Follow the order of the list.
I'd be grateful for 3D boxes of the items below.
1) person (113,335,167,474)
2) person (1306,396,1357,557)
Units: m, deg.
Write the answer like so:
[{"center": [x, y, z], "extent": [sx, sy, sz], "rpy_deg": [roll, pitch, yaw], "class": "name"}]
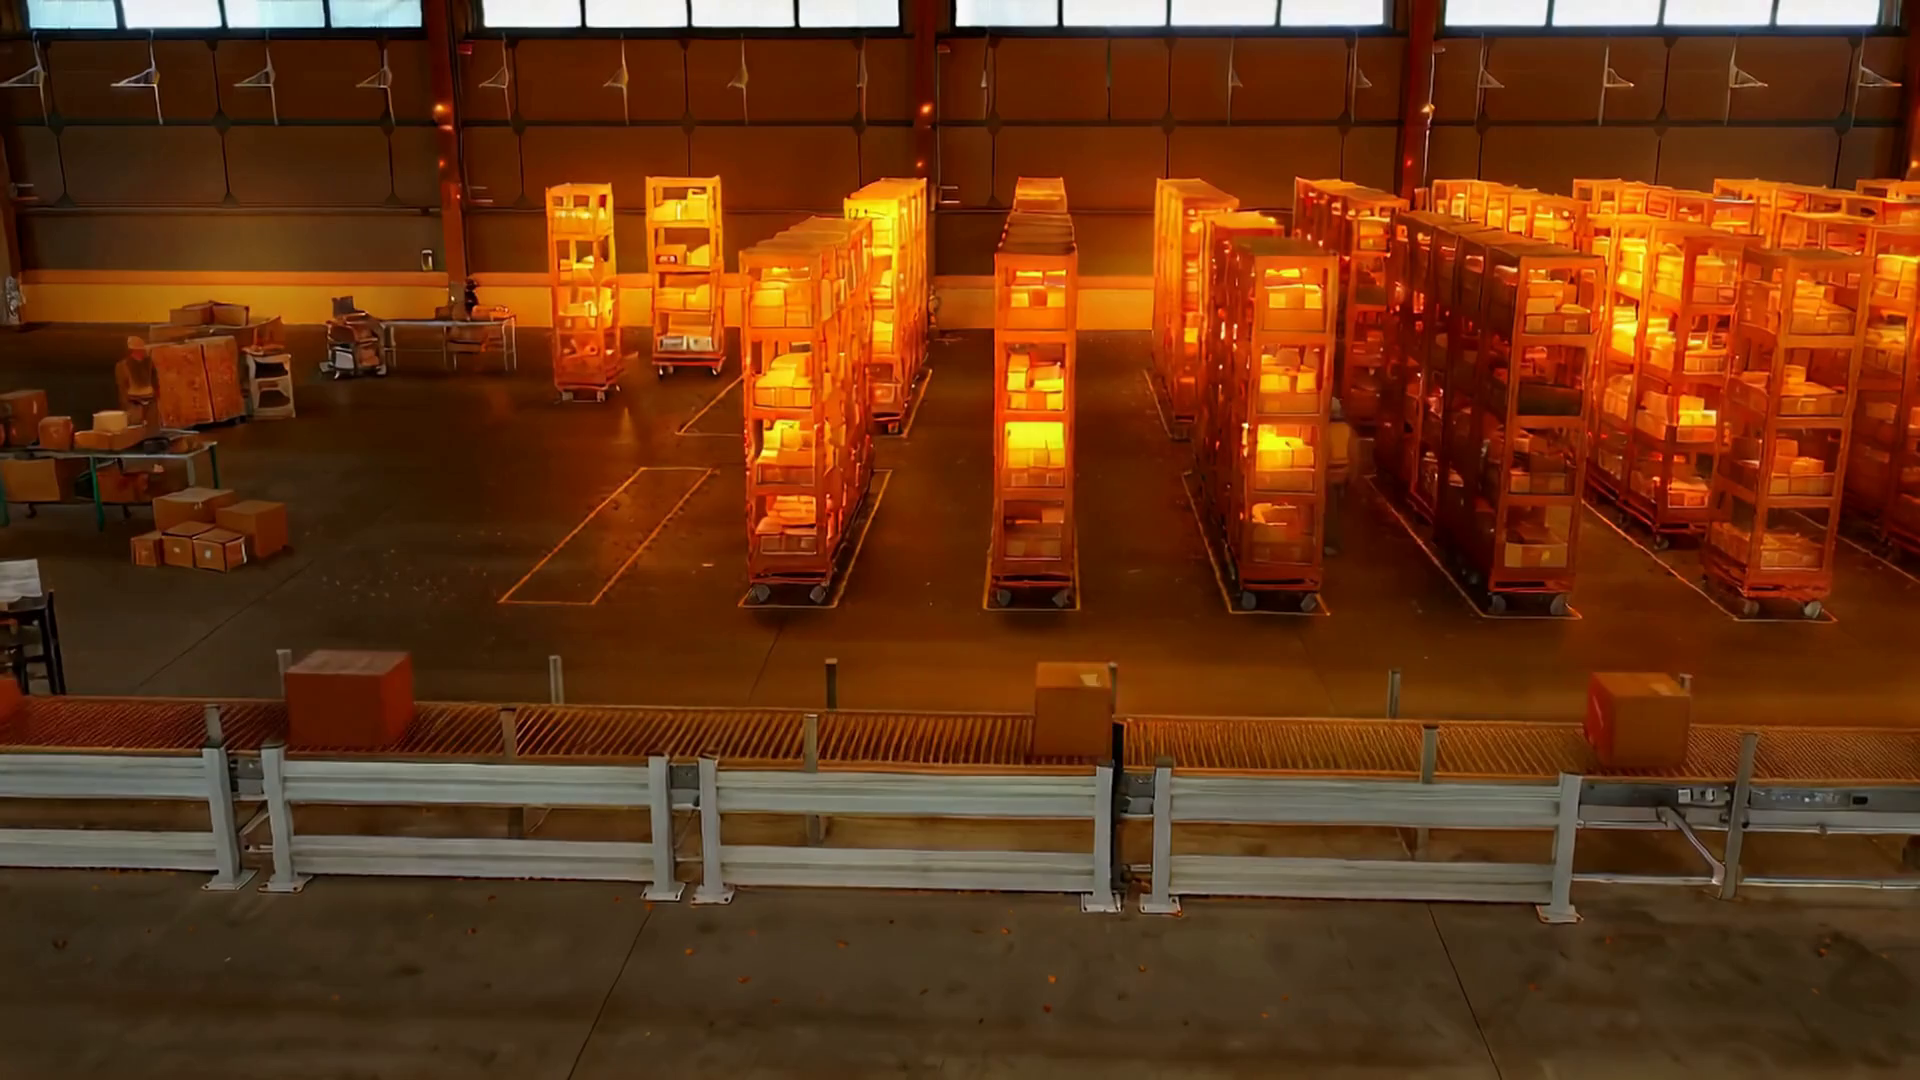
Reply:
[{"center": [-11.325, -1.876, 22.865], "extent": [0.731, 1.927, 0.616], "rpy_deg": [9, 18, 31], "class": "person"}, {"center": [4.135, -0.765, 18.994], "extent": [0.599, 1.774, 0.939], "rpy_deg": [-6, 16, -21], "class": "person"}]
